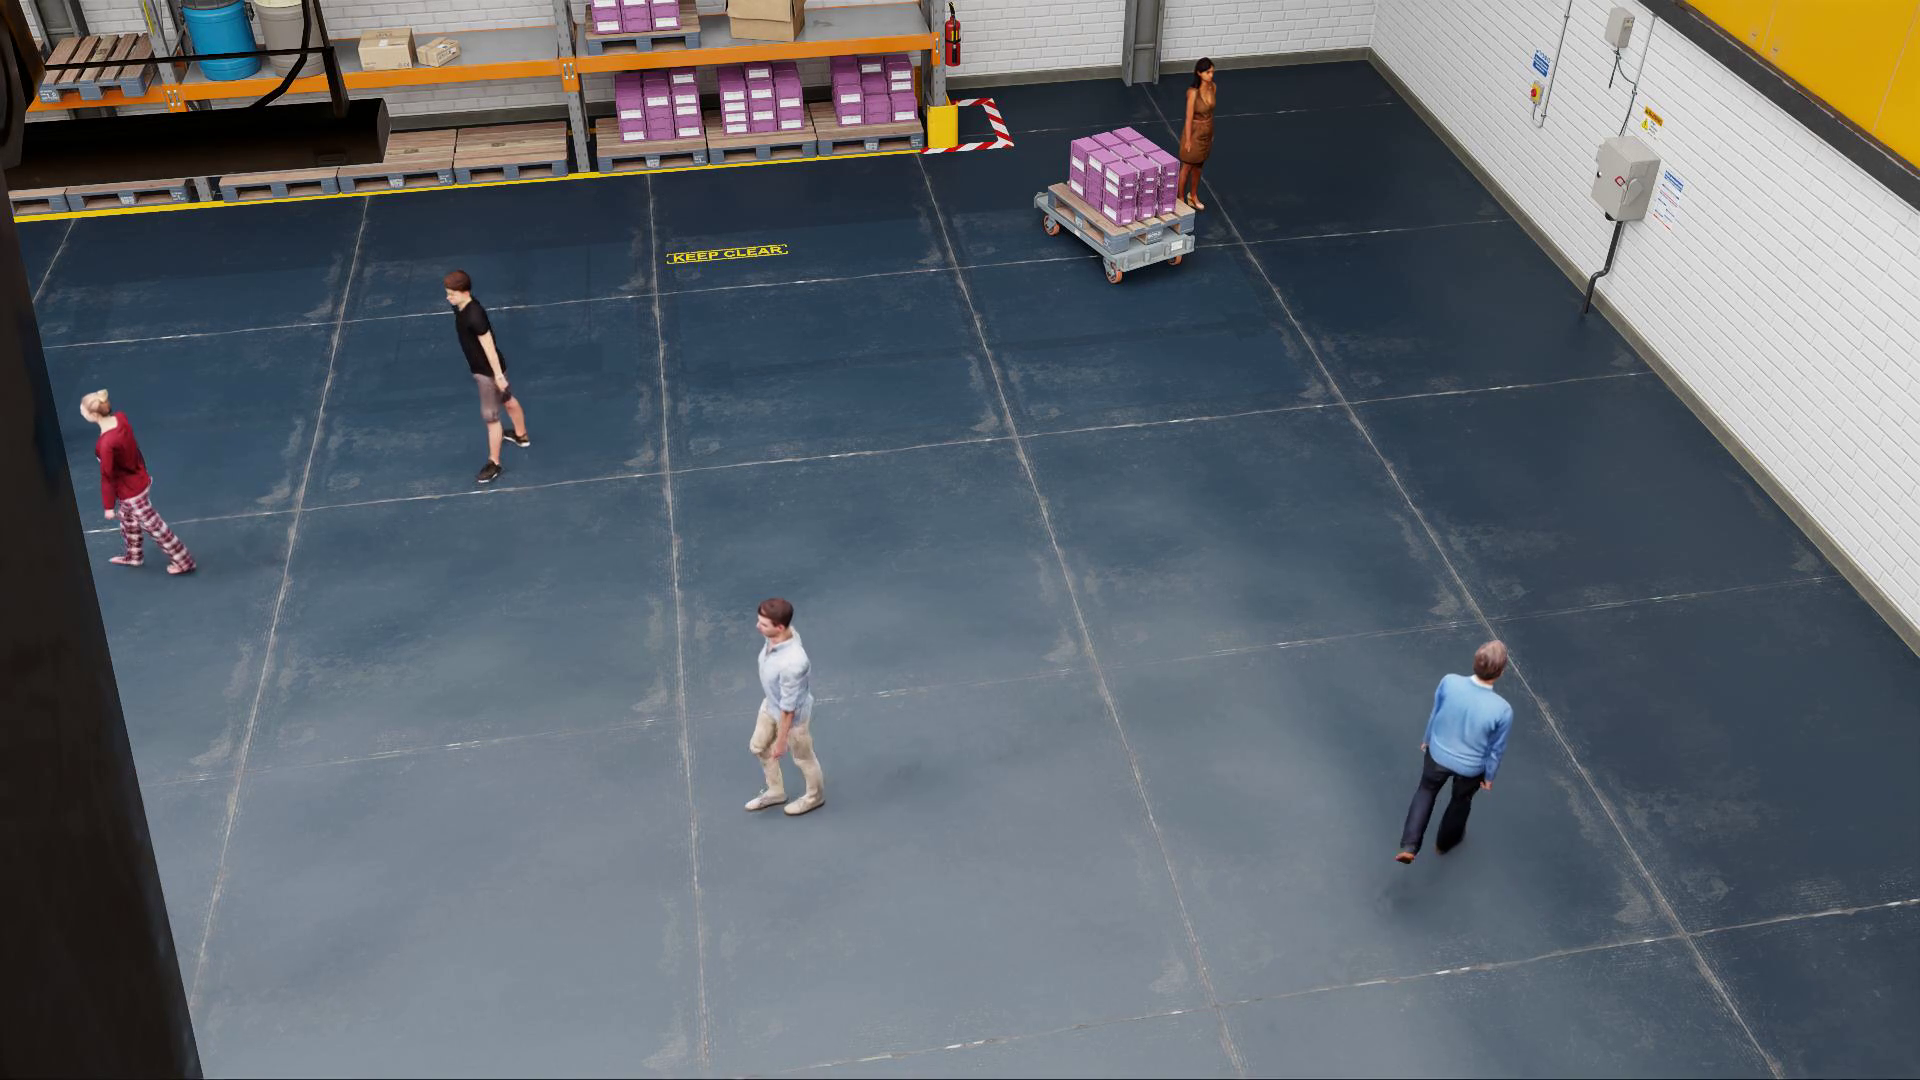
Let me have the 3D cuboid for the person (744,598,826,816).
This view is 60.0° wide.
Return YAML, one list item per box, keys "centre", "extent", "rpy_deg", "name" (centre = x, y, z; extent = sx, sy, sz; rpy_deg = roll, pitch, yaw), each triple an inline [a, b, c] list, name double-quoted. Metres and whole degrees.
- centre: [-1.001, 1.061, 10.514]
  extent: [0.821, 1.834, 0.752]
  rpy_deg: [-14, 41, -17]
  name: "person"

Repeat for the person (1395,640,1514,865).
- centre: [3.017, 1.352, 10.177]
  extent: [1.003, 1.799, 1.078]
  rpy_deg: [26, 45, 29]
  name: "person"

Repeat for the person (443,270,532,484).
- centre: [-3.846, -1.440, 13.645]
  extent: [1.022, 1.835, 0.994]
  rpy_deg: [-17, 42, -20]
  name: "person"

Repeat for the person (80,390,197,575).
- centre: [-6.129, -0.408, 12.476]
  extent: [0.874, 1.680, 0.656]
  rpy_deg: [-5, 39, -6]
  name: "person"

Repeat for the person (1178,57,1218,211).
- centre: [2.455, -4.172, 17.182]
  extent: [0.613, 1.688, 0.707]
  rpy_deg: [-31, 48, -33]
  name: "person"
